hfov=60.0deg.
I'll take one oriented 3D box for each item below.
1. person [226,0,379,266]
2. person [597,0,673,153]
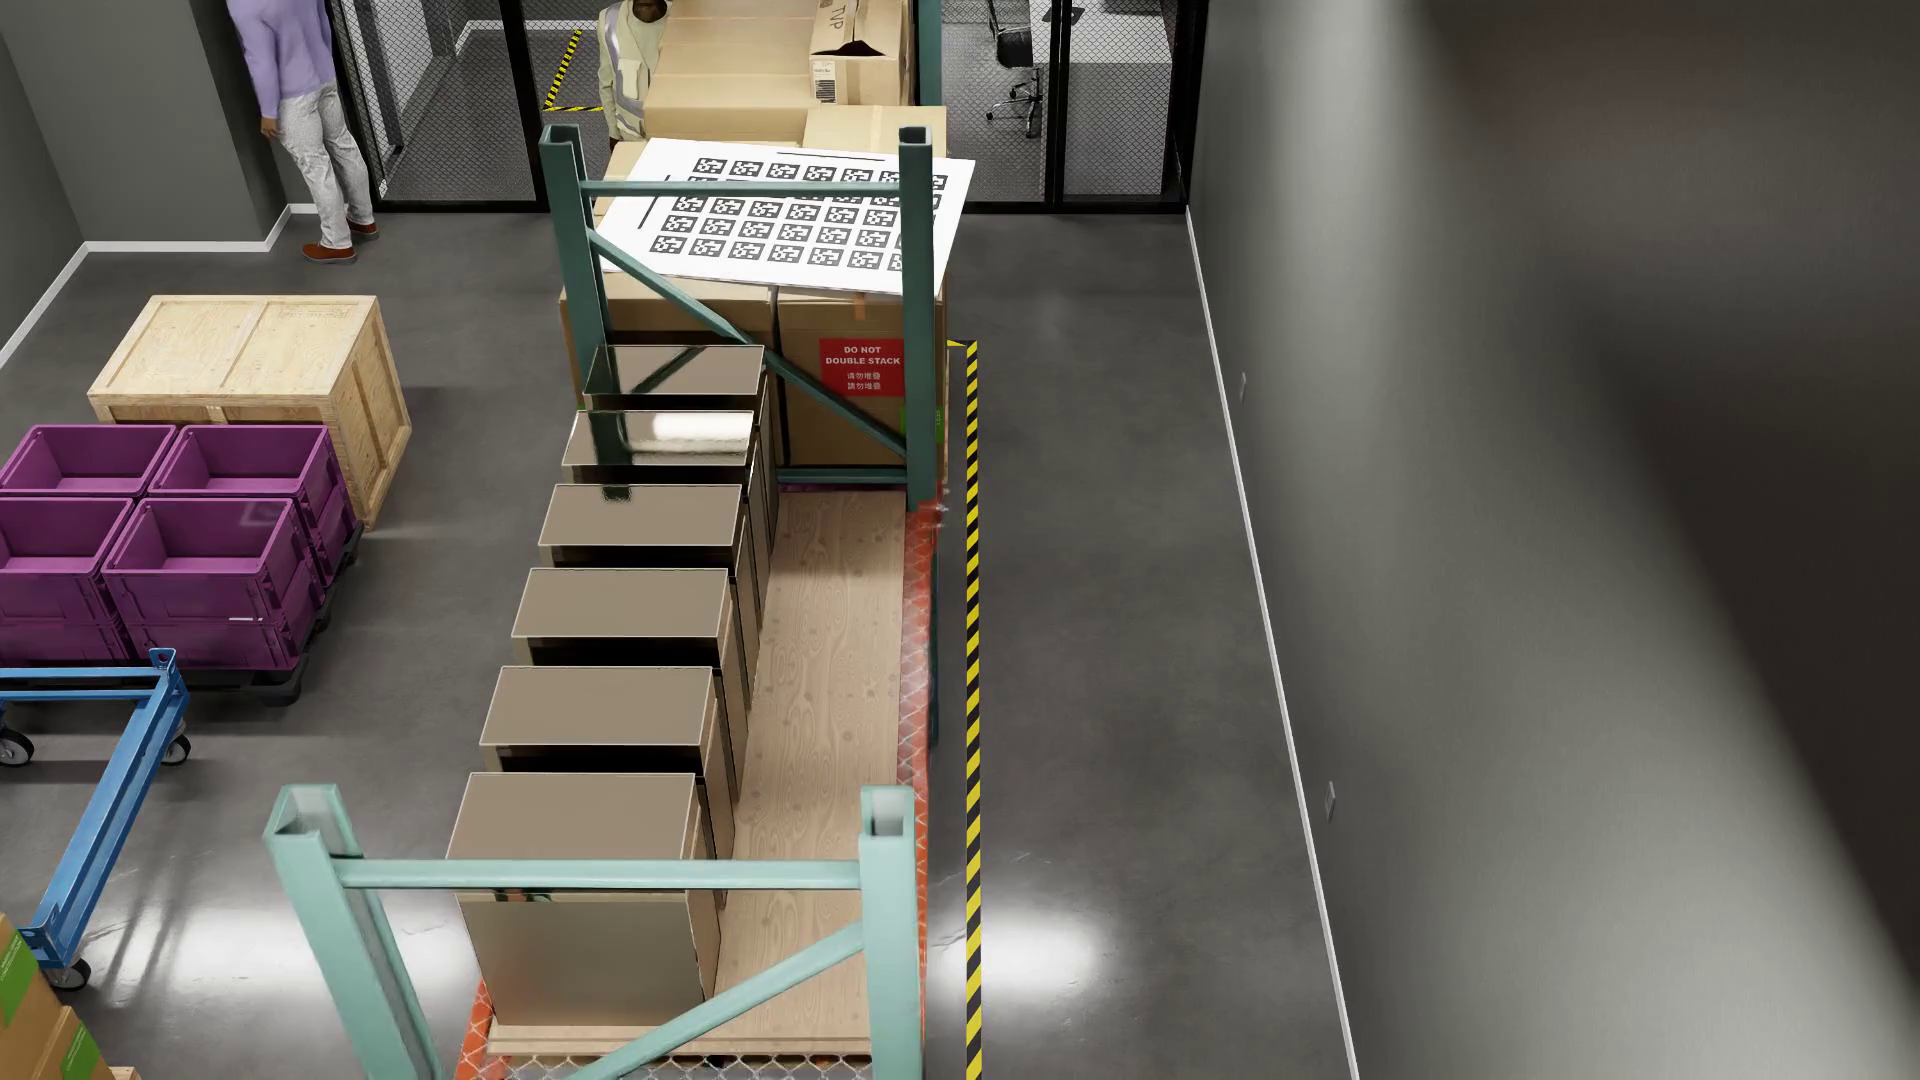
[{"bbox_3d":[-3.405,-2.328,8.552,0.376,1.934,0.627,12,43,13],"label":"person"},{"bbox_3d":[-1.493,-2.074,8.333,0.588,1.837,0.403,1,41,1],"label":"person"}]
